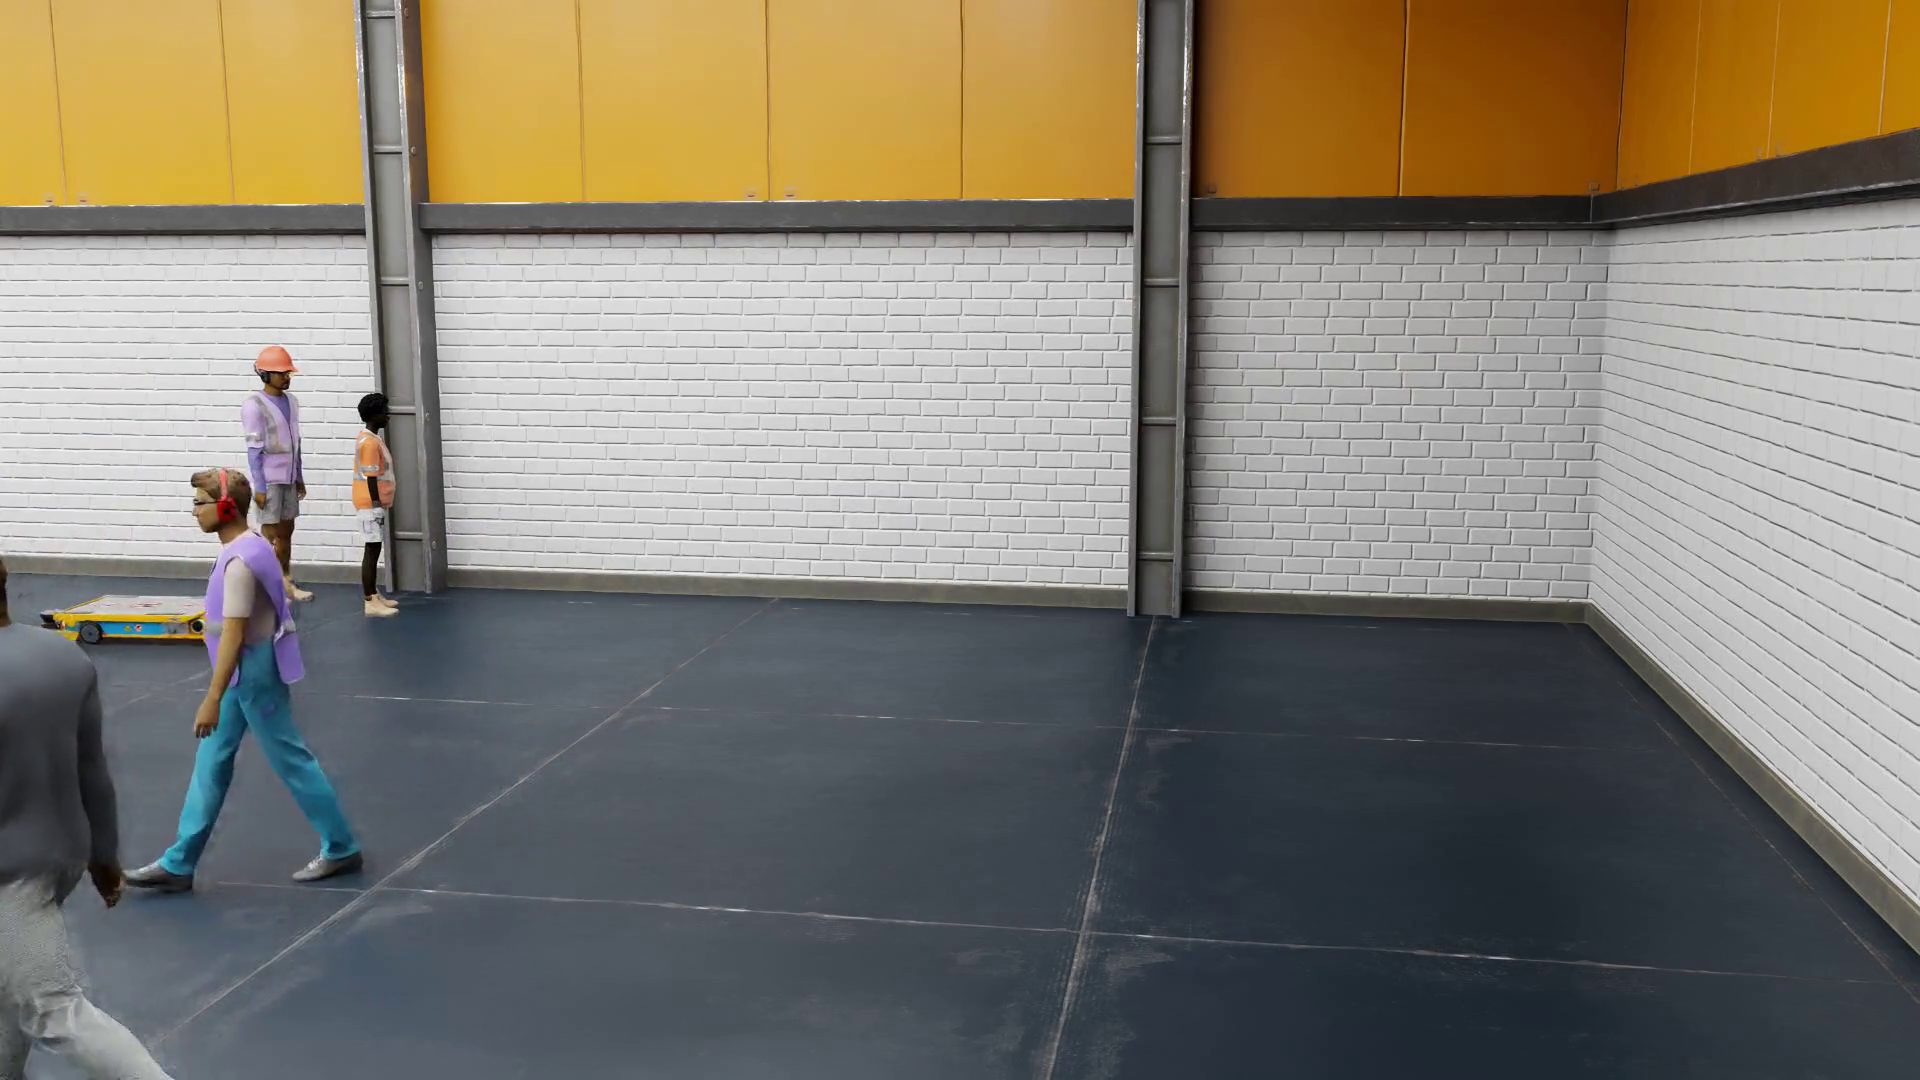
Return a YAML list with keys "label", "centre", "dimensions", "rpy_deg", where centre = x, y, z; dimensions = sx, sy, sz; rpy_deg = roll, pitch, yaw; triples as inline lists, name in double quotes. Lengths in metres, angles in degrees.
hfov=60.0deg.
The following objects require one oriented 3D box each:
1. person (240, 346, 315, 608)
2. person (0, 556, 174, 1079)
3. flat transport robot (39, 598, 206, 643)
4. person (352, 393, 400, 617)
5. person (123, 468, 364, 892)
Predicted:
- label: "person"
  centre: [-5.254, -0.479, 12.851]
  dimensions: [0.429, 2.033, 0.608]
  rpy_deg: [2, 9, 12]
- label: "person"
  centre: [-2.544, 0.926, 4.631]
  dimensions: [0.981, 1.900, 0.644]
  rpy_deg: [1, 9, 7]
- label: "flat transport robot"
  centre: [-5.711, 0.558, 11.851]
  dimensions: [1.431, 0.197, 0.652]
  rpy_deg: [1, 9, 4]
- label: "person"
  centre: [-4.422, -0.267, 12.571]
  dimensions: [0.317, 1.693, 0.536]
  rpy_deg: [-3, 10, -17]
- label: "person"
  centre: [-3.006, 0.596, 6.931]
  dimensions: [0.974, 1.794, 0.593]
  rpy_deg: [-5, 10, -26]
